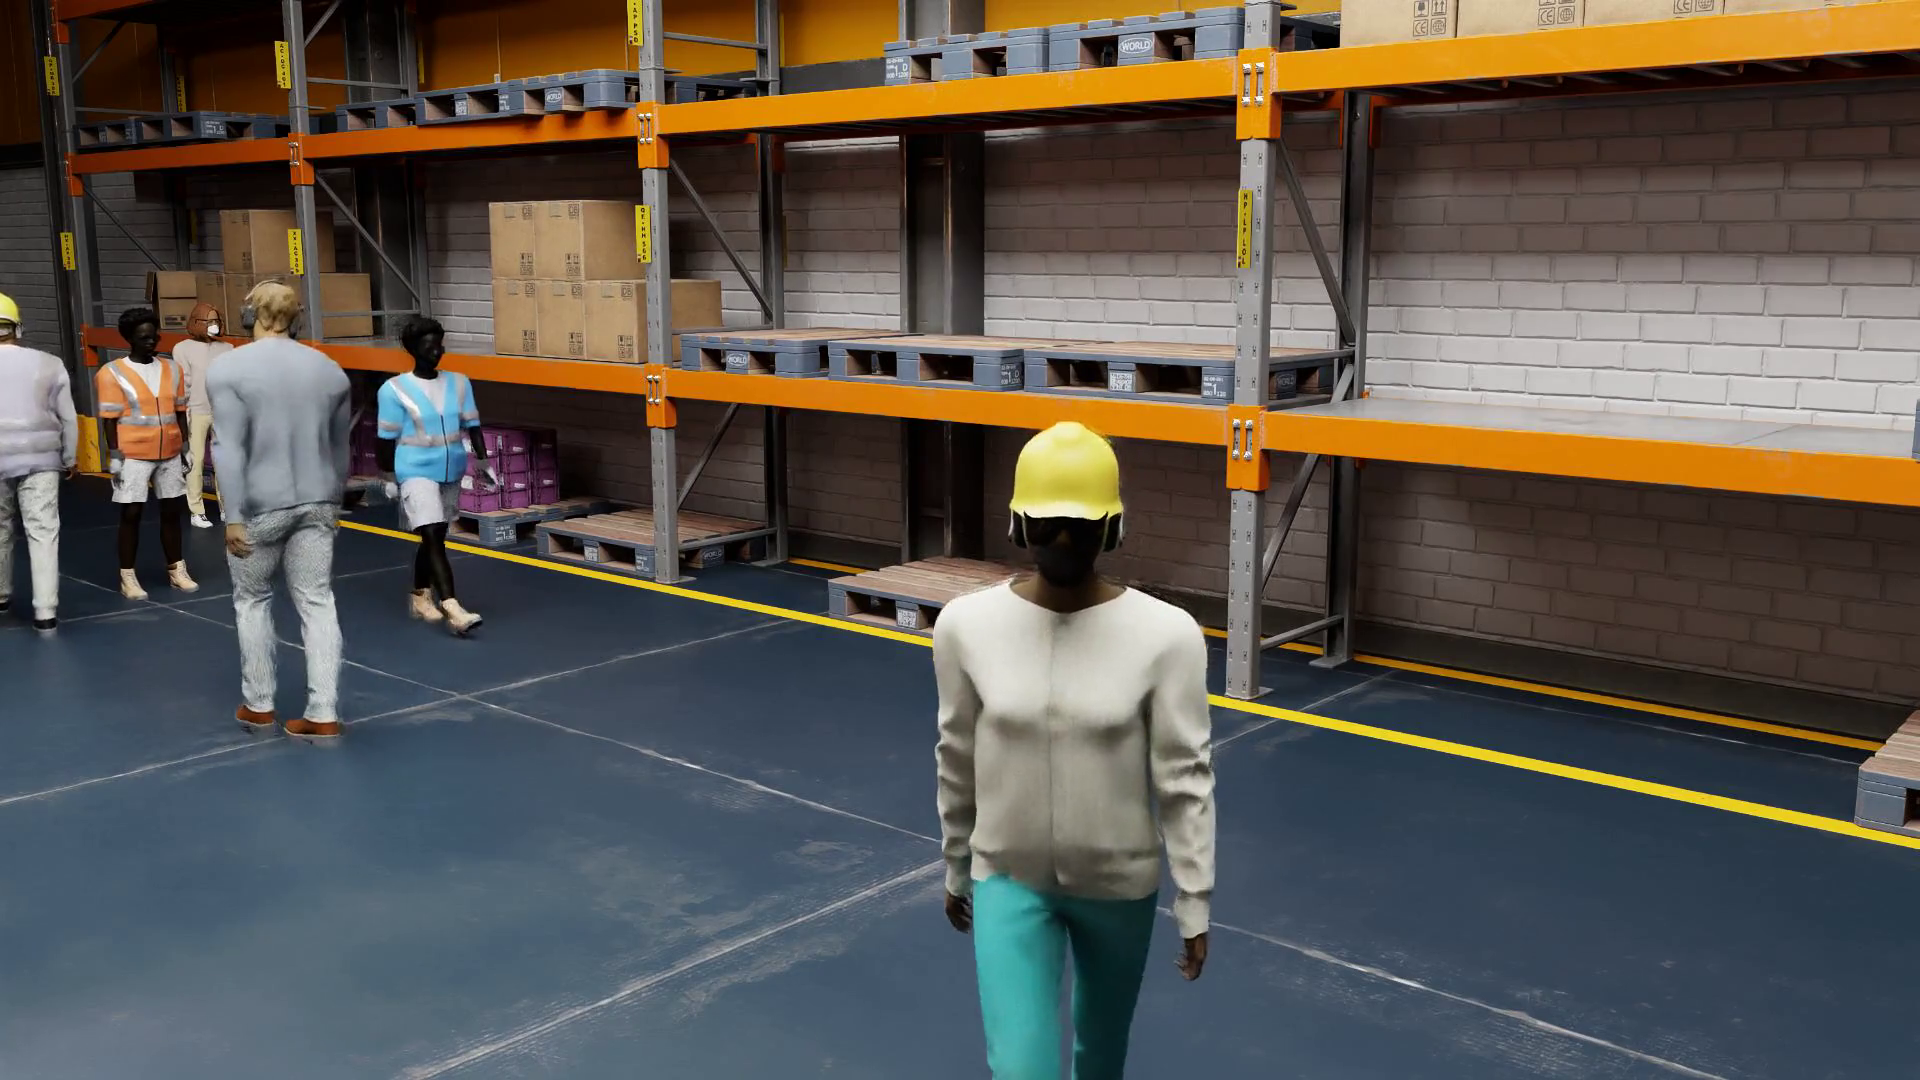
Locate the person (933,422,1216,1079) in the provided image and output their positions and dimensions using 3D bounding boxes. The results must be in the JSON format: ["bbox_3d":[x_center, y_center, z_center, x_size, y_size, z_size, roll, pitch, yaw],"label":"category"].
[{"bbox_3d":[0.214,0.618,3.185,0.529,1.723,0.904,1,10,7],"label":"person"}]

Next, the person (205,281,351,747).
[{"bbox_3d":[-2.794,-0.116,6.883,0.784,1.881,0.657,9,13,40],"label":"person"}]

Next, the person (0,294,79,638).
[{"bbox_3d":[-5.017,-0.412,8.831,0.615,1.781,0.914,-6,12,-31],"label":"person"}]

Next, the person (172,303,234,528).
[{"bbox_3d":[-5.475,-0.908,12.137,0.277,1.629,0.496,7,12,33],"label":"person"}]

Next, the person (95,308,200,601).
[{"bbox_3d":[-4.695,-0.495,9.616,0.320,1.688,0.533,7,12,33],"label":"person"}]

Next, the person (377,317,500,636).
[{"bbox_3d":[-2.723,-0.334,8.750,0.850,1.649,0.546,8,13,39],"label":"person"}]
